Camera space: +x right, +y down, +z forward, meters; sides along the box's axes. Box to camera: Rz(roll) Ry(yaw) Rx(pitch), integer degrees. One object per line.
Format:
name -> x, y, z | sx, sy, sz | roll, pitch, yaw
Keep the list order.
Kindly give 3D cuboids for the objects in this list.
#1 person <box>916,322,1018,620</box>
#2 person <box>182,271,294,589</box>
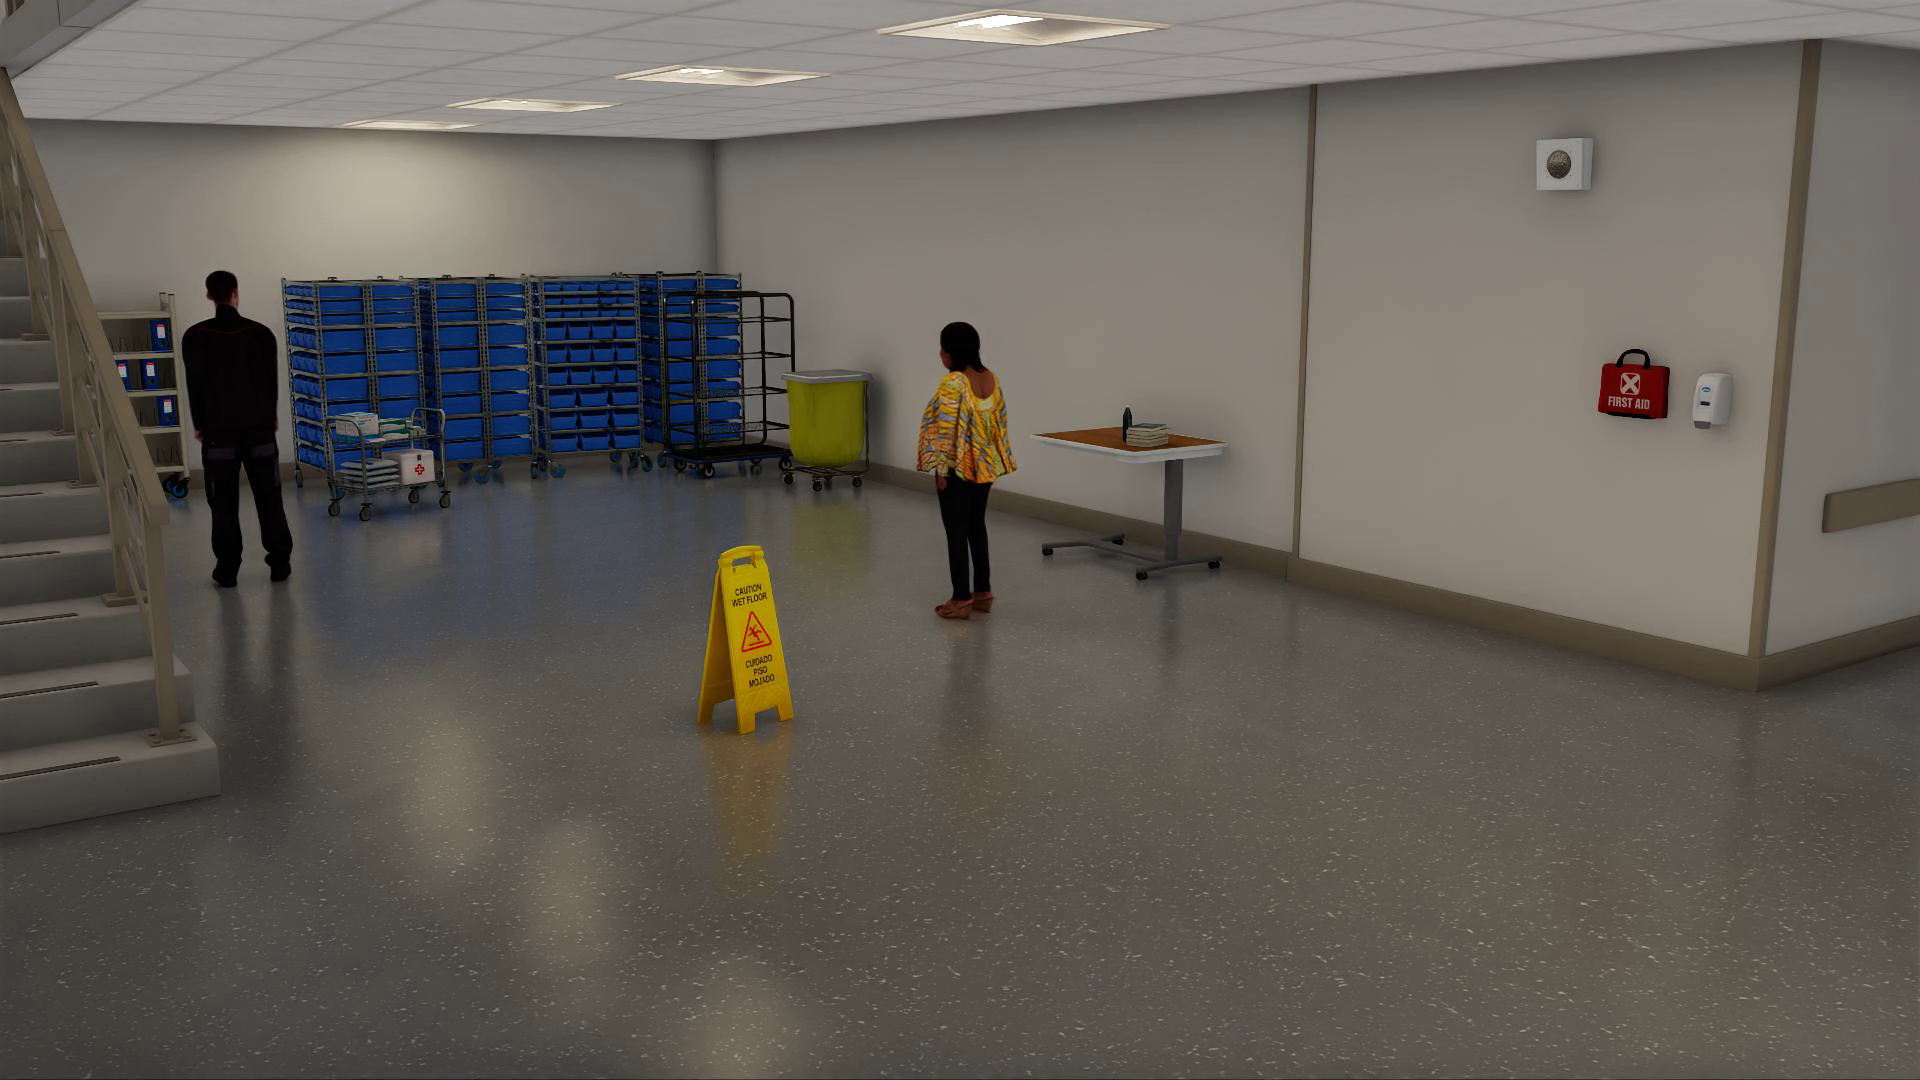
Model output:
person -> 0.032, -0.392, 9.302 | 0.895, 1.653, 0.848 | 6, 12, 29
person -> -4.408, -0.686, 10.158 | 0.717, 1.911, 0.626 | -5, 12, -26
